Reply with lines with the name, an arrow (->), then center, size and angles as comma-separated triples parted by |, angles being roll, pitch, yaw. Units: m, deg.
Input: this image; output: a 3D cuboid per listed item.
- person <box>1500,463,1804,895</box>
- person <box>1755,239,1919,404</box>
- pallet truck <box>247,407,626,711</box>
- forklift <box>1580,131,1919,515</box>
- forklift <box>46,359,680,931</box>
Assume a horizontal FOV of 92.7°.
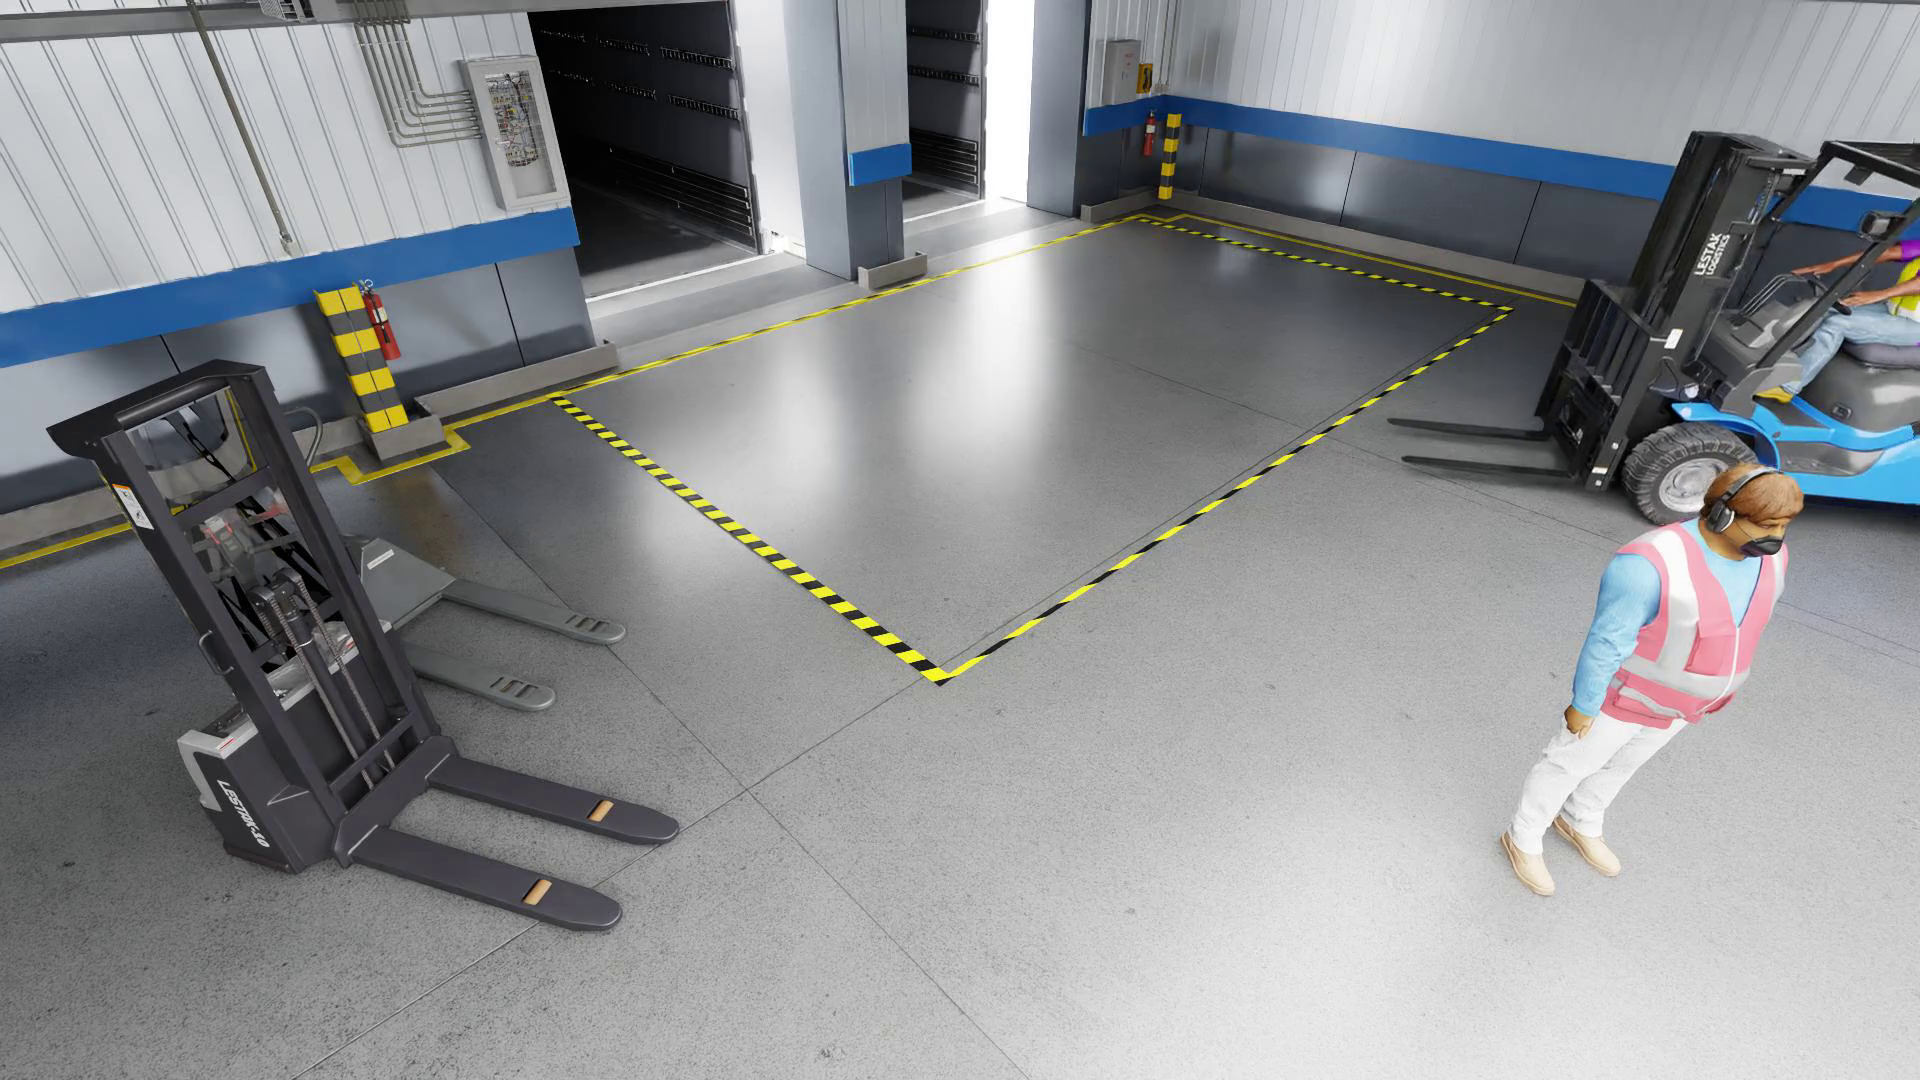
person -> 2.473, 0.550, 3.303 | 0.623, 1.844, 0.429 | -8, 35, -12
person -> 5.377, -1.443, 5.448 | 1.004, 1.294, 0.635 | 7, 35, 10
pallet truck -> -2.628, 0.038, 4.590 | 1.601, 1.201, 0.680 | 12, 36, 18
forklift -> 5.433, -1.277, 5.536 | 2.680, 2.036, 1.157 | 7, 35, 10
forklift -> -2.135, 0.422, 3.354 | 1.885, 1.965, 0.823 | 10, 35, 14
